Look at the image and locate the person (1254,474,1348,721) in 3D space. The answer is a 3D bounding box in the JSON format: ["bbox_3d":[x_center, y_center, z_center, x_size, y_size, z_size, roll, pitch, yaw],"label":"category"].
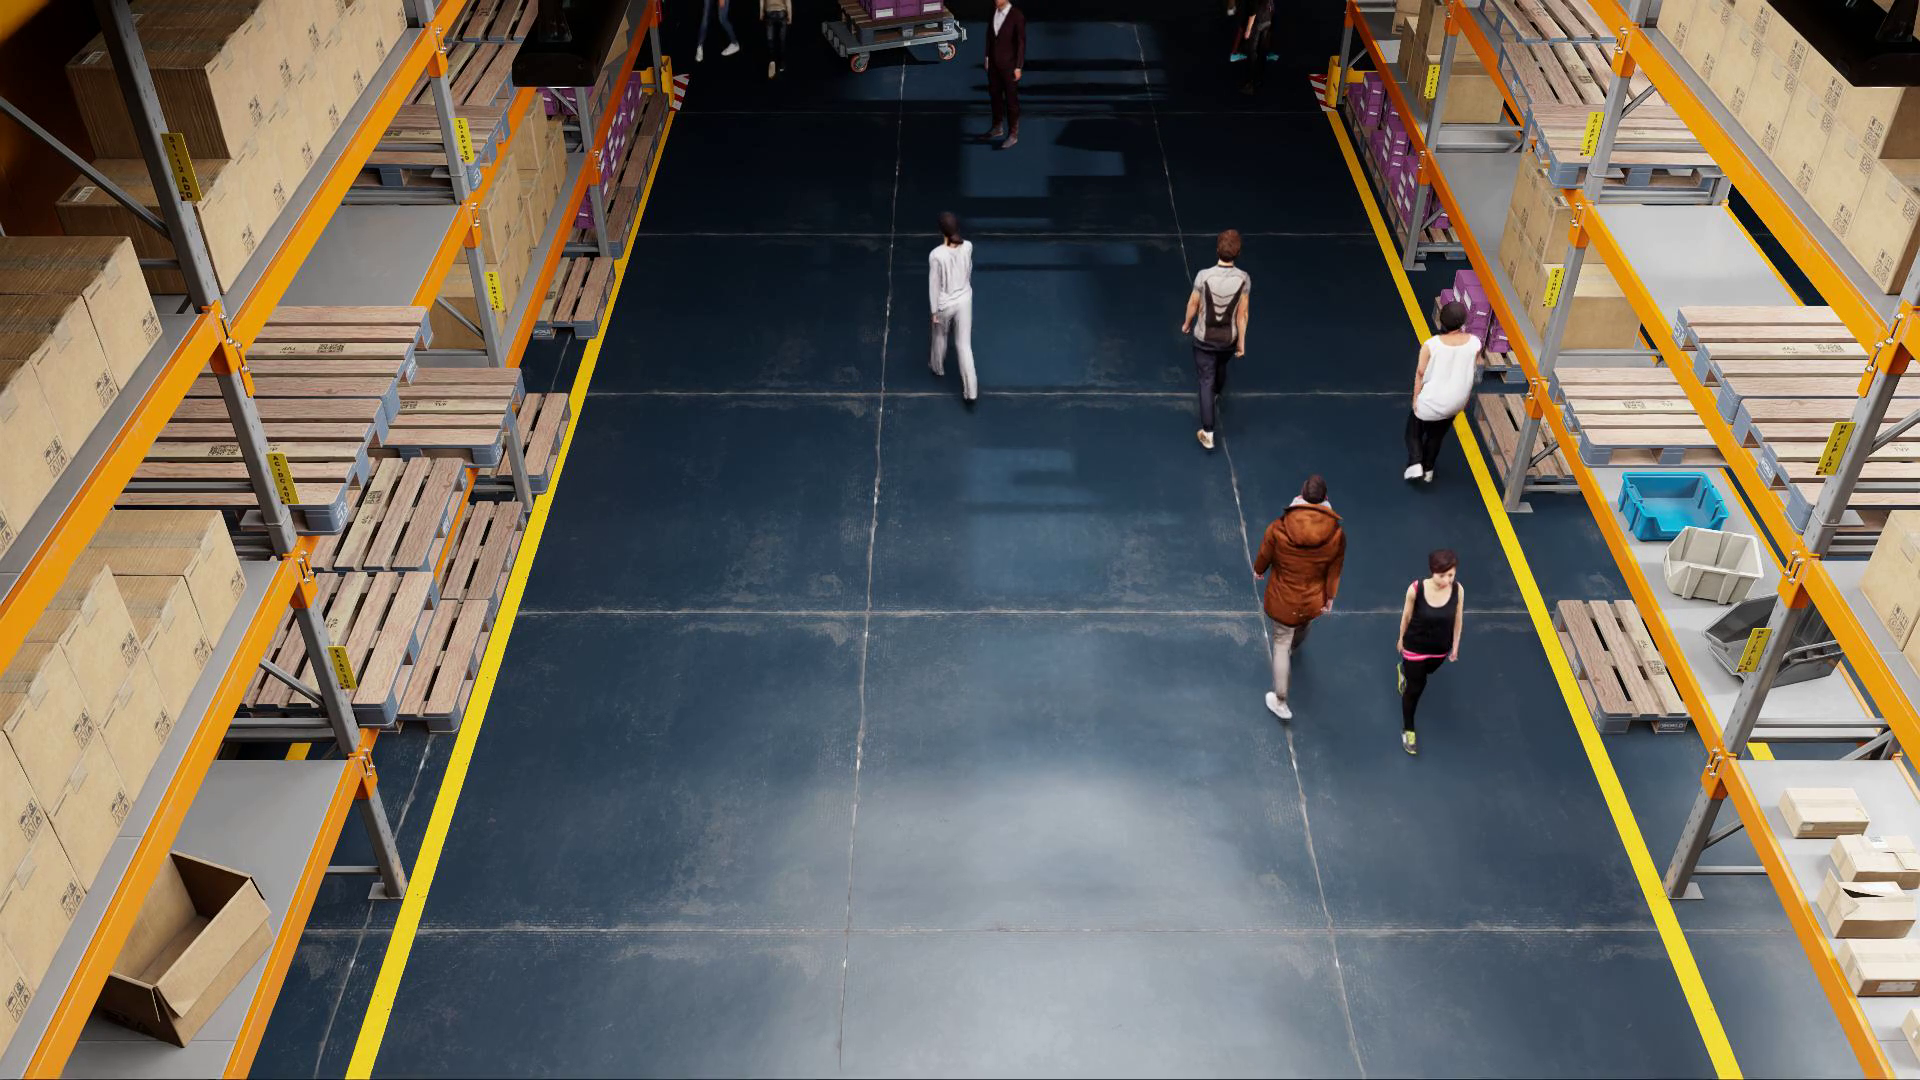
[{"bbox_3d":[2.315,0.446,11.373,0.768,1.778,1.148,1,39,2],"label":"person"}]

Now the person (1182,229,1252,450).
[{"bbox_3d":[2.150,-1.639,13.930,0.693,1.844,1.201,-3,39,-3],"label":"person"}]

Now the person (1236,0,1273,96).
[{"bbox_3d":[3.553,-6.119,19.703,0.724,1.642,0.653,26,45,29],"label":"person"}]

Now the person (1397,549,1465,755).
[{"bbox_3d":[3.172,0.644,11.332,0.581,1.520,1.008,-3,39,-3],"label":"person"}]

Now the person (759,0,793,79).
[{"bbox_3d":[-2.234,-6.301,20.087,0.589,1.446,0.876,-3,39,-3],"label":"person"}]

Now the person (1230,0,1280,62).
[{"bbox_3d":[3.599,-6.594,20.256,0.714,1.692,0.785,-8,39,-10],"label":"person"}]

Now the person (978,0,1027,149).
[{"bbox_3d":[0.493,-5.330,18.537,0.767,1.863,0.818,30,47,32],"label":"person"}]

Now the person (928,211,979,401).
[{"bbox_3d":[-0.022,-2.005,14.475,0.833,1.735,1.153,-12,40,-15],"label":"person"}]

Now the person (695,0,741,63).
[{"bbox_3d":[-2.929,-6.771,20.548,0.859,1.605,0.938,29,47,31],"label":"person"}]

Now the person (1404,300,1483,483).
[{"bbox_3d":[3.884,-1.145,13.449,0.639,1.674,0.650,0,39,0],"label":"person"}]
